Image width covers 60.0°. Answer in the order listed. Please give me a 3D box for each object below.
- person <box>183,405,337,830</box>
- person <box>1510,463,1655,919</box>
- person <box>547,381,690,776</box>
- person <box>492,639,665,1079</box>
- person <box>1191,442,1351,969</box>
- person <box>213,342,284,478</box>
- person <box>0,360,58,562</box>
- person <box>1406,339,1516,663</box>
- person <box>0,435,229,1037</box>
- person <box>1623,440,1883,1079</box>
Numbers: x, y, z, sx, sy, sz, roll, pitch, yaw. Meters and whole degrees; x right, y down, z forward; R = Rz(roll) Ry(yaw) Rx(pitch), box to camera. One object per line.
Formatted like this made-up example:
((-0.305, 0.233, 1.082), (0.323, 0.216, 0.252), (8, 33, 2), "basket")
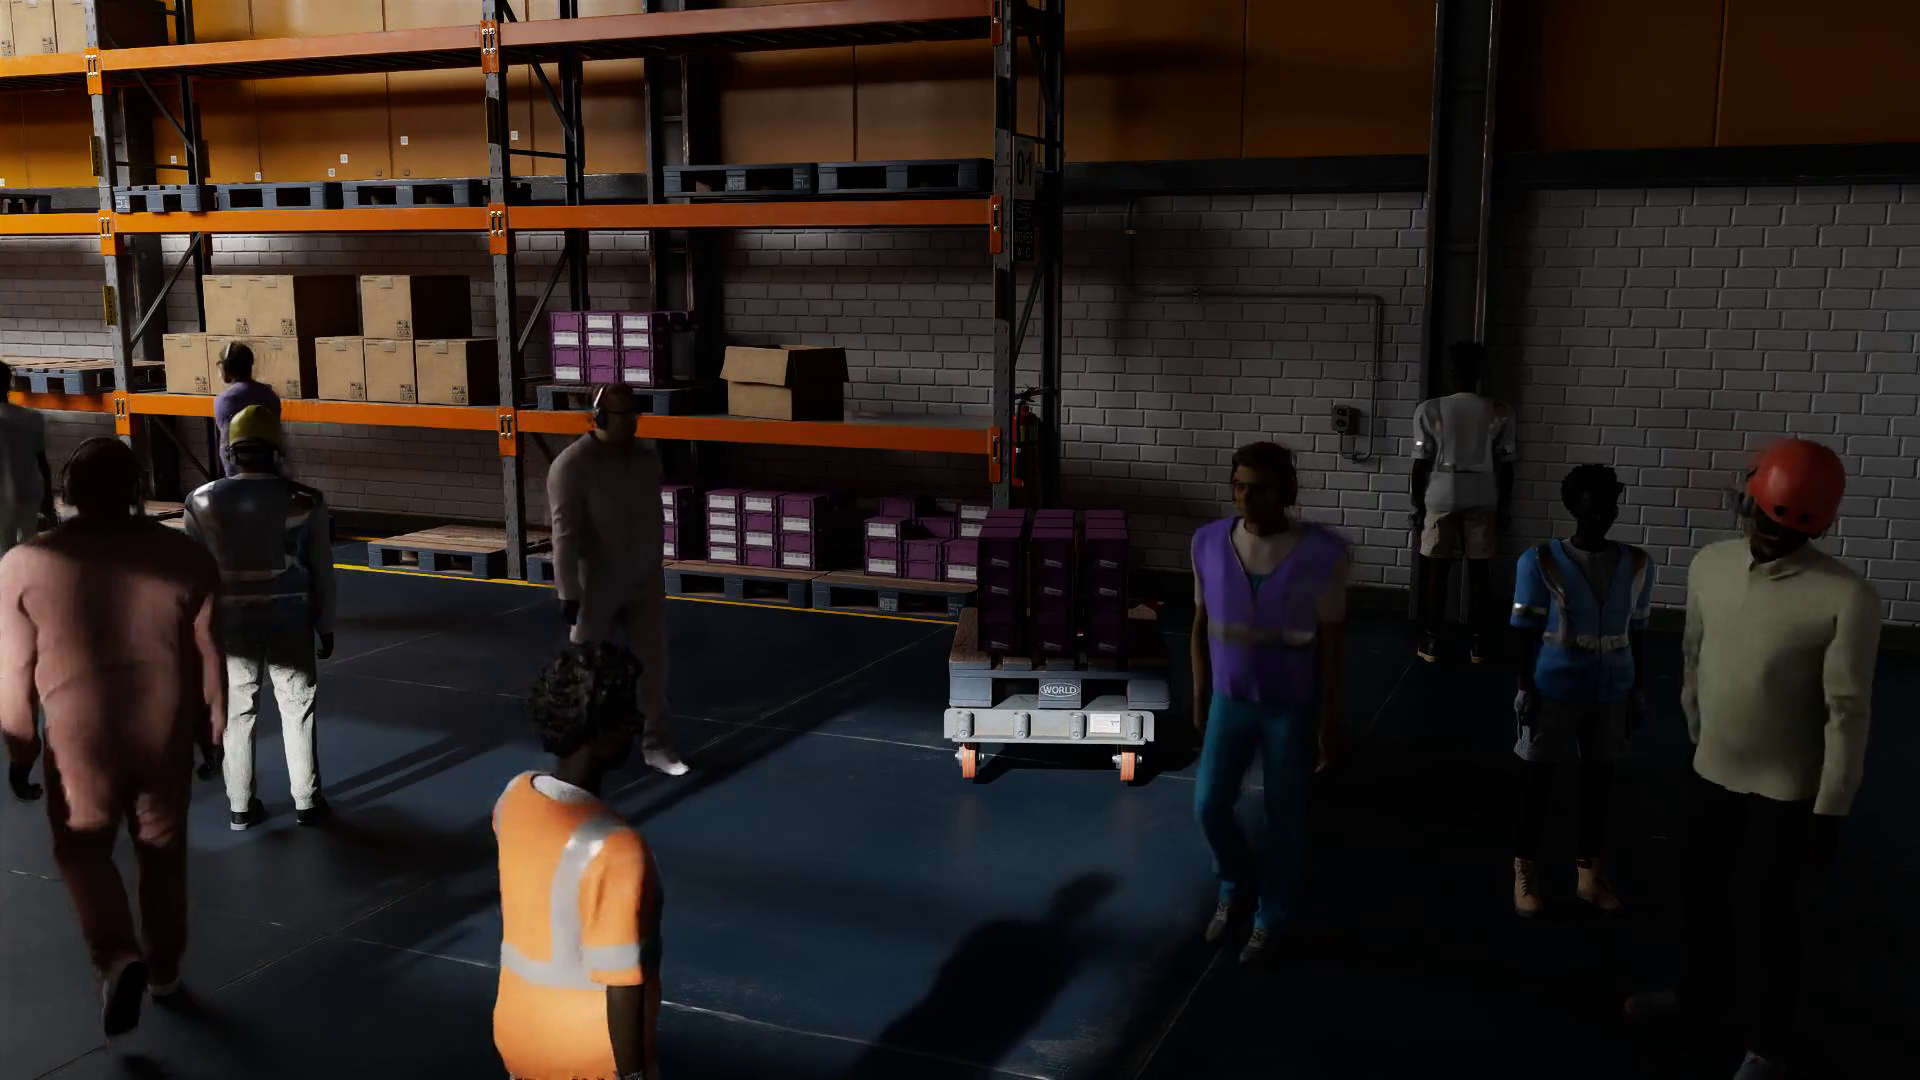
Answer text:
((-2.972, 0.336, 7.127), (0.586, 1.824, 0.404), (-3, 10, -15), "person")
((2.291, 0.558, 6.158), (0.533, 1.697, 0.318), (-1, 10, -4), "person")
((-1.701, 0.167, 7.991), (0.902, 1.875, 0.651), (9, 13, 42), "person")
((-0.783, 1.033, 3.369), (0.448, 1.679, 0.543), (-8, 13, -41), "person")
((1.046, 0.566, 5.710), (0.575, 1.828, 0.443), (5, 11, 29), "person")
((-4.856, -0.375, 11.168), (0.966, 1.888, 0.646), (2, 10, 15), "person")
((-5.873, -0.214, 10.391), (0.726, 1.843, 0.512), (7, 12, 35), "person")
((3.025, -0.228, 10.063), (0.617, 1.962, 0.361), (2, 10, 9), "person")
((-2.638, 0.615, 5.251), (0.657, 1.885, 0.649), (-7, 12, -36), "person")
((2.294, 0.661, 4.805), (0.510, 1.944, 0.710), (-4, 10, -24), "person")
